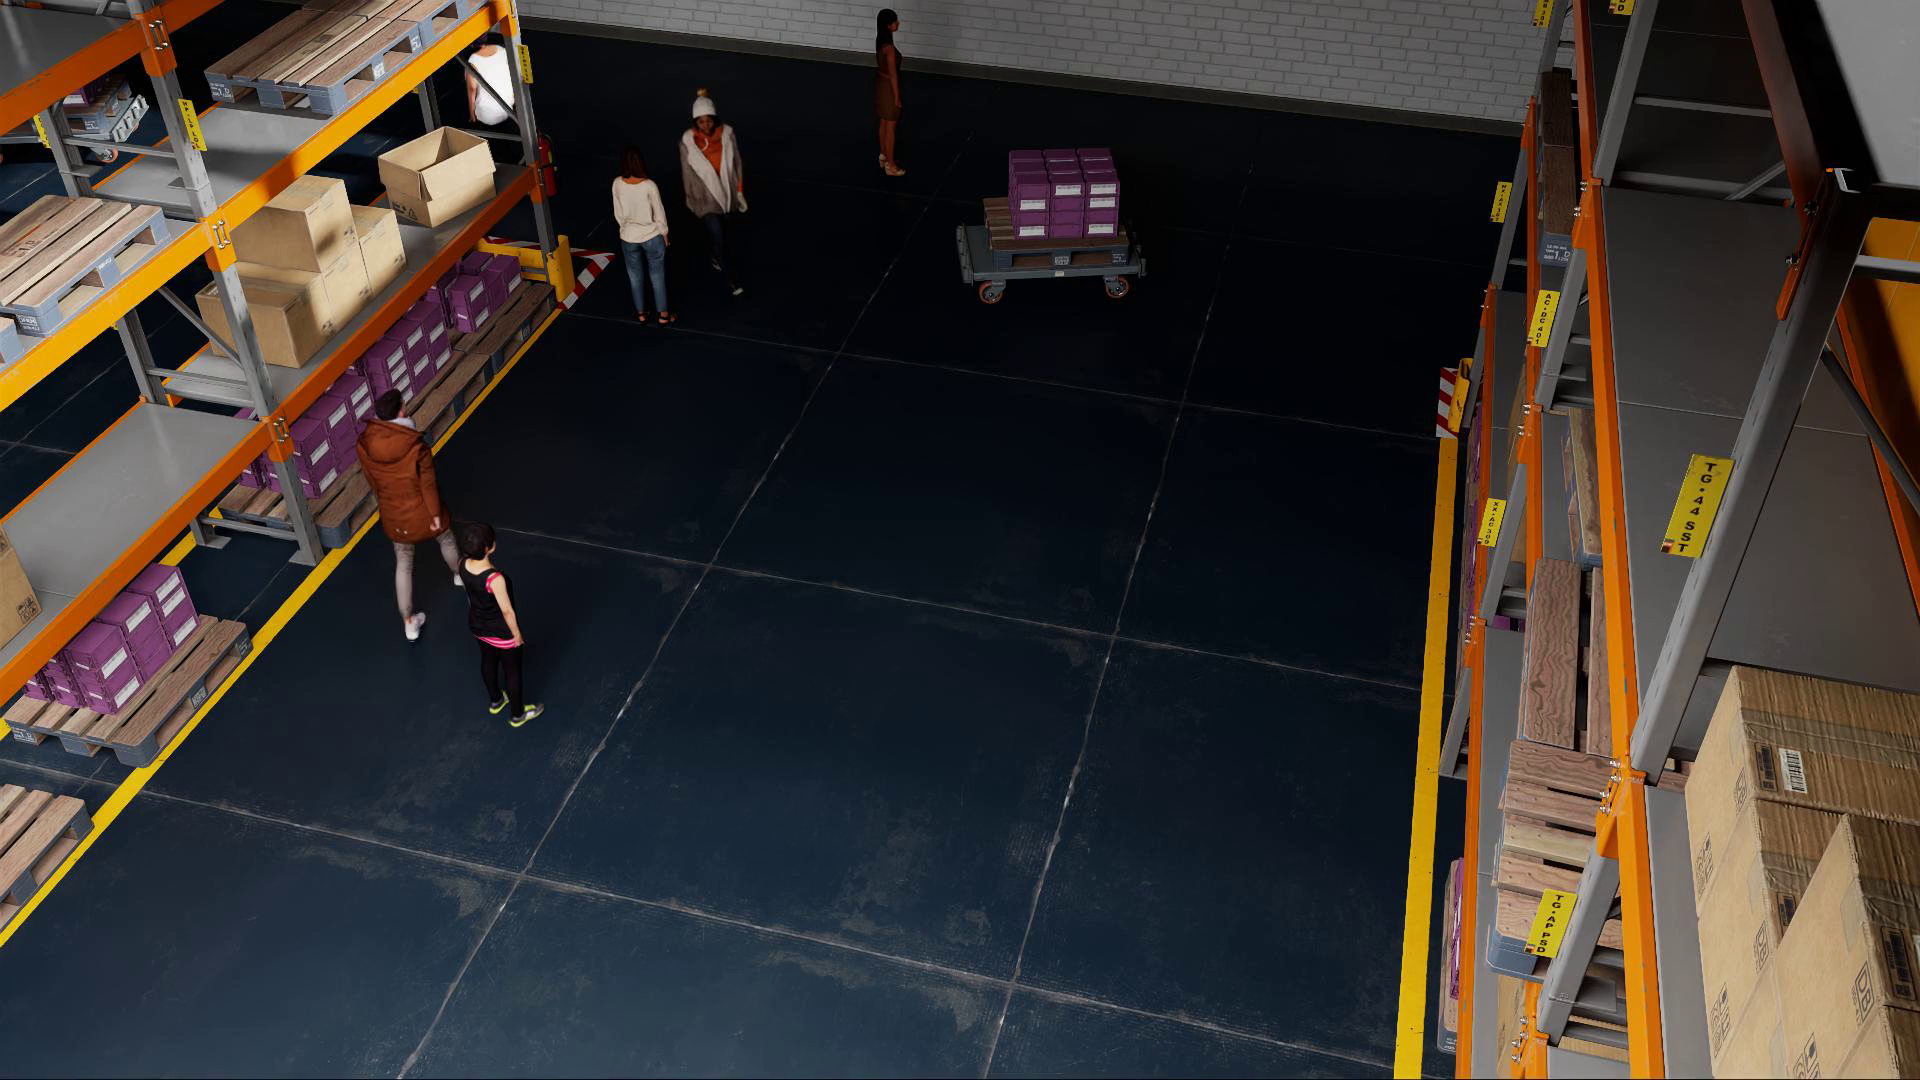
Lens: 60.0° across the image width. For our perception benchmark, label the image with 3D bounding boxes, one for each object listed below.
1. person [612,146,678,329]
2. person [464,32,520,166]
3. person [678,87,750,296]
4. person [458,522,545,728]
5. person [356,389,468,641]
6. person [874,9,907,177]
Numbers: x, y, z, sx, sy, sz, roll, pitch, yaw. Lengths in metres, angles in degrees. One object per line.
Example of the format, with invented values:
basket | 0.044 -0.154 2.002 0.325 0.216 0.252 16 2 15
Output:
person | -2.725 -2.599 14.279 0.605 1.683 0.524 9 40 11
person | -4.576 -4.249 16.369 0.930 1.653 1.103 22 43 25
person | -2.219 -3.168 14.861 1.169 1.845 1.221 -20 43 -23
person | -2.941 0.528 10.470 0.605 1.551 0.607 23 44 26
person | -3.699 -0.133 11.104 0.802 1.792 1.156 5 39 6
person | -0.711 -4.480 16.629 0.698 1.690 0.600 -11 40 -13
